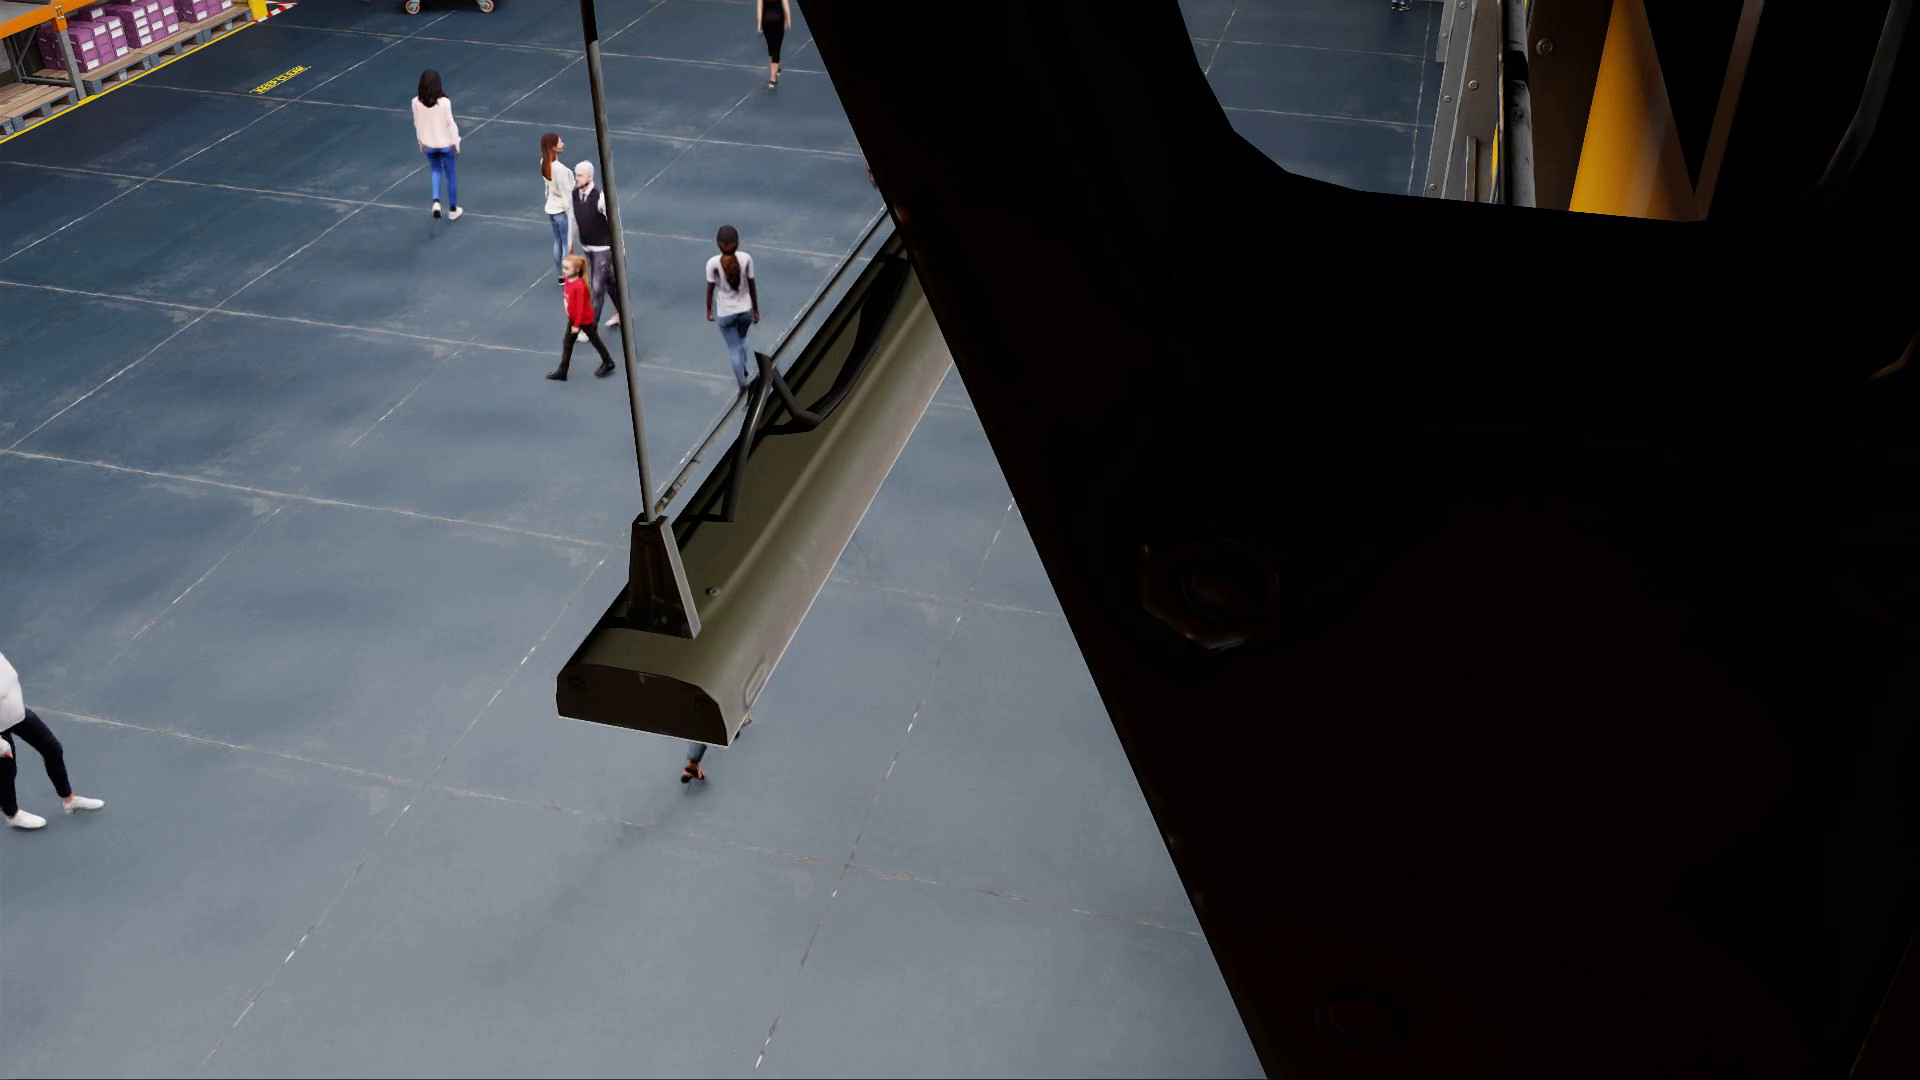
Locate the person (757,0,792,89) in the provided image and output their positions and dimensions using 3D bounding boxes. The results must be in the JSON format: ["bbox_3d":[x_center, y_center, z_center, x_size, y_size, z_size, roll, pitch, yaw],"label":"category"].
[{"bbox_3d":[-2.578,-7.055,22.844,0.702,1.683,1.191,3,34,5],"label":"person"}]

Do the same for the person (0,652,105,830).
[{"bbox_3d":[-6.115,1.162,10.481,0.811,1.682,0.826,0,34,0],"label":"person"}]

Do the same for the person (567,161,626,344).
[{"bbox_3d":[-3.529,-2.901,16.505,0.955,1.782,1.235,20,38,27],"label":"person"}]

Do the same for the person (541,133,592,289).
[{"bbox_3d":[-4.169,-3.433,17.386,0.738,1.692,0.703,-23,40,-30],"label":"person"}]

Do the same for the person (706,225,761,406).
[{"bbox_3d":[-2.045,-2.041,15.280,0.882,1.705,0.965,-14,36,-20],"label":"person"}]

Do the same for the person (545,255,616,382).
[{"bbox_3d":[-3.541,-2.098,15.781,0.975,1.245,0.799,-27,42,-35],"label":"person"}]

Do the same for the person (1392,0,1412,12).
[{"bbox_3d":[6.985,-8.968,26.137,0.625,1.223,0.596,-29,43,-36],"label":"person"}]

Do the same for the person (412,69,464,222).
[{"bbox_3d":[-5.928,-4.417,18.811,0.719,1.753,0.824,3,34,5],"label":"person"}]
